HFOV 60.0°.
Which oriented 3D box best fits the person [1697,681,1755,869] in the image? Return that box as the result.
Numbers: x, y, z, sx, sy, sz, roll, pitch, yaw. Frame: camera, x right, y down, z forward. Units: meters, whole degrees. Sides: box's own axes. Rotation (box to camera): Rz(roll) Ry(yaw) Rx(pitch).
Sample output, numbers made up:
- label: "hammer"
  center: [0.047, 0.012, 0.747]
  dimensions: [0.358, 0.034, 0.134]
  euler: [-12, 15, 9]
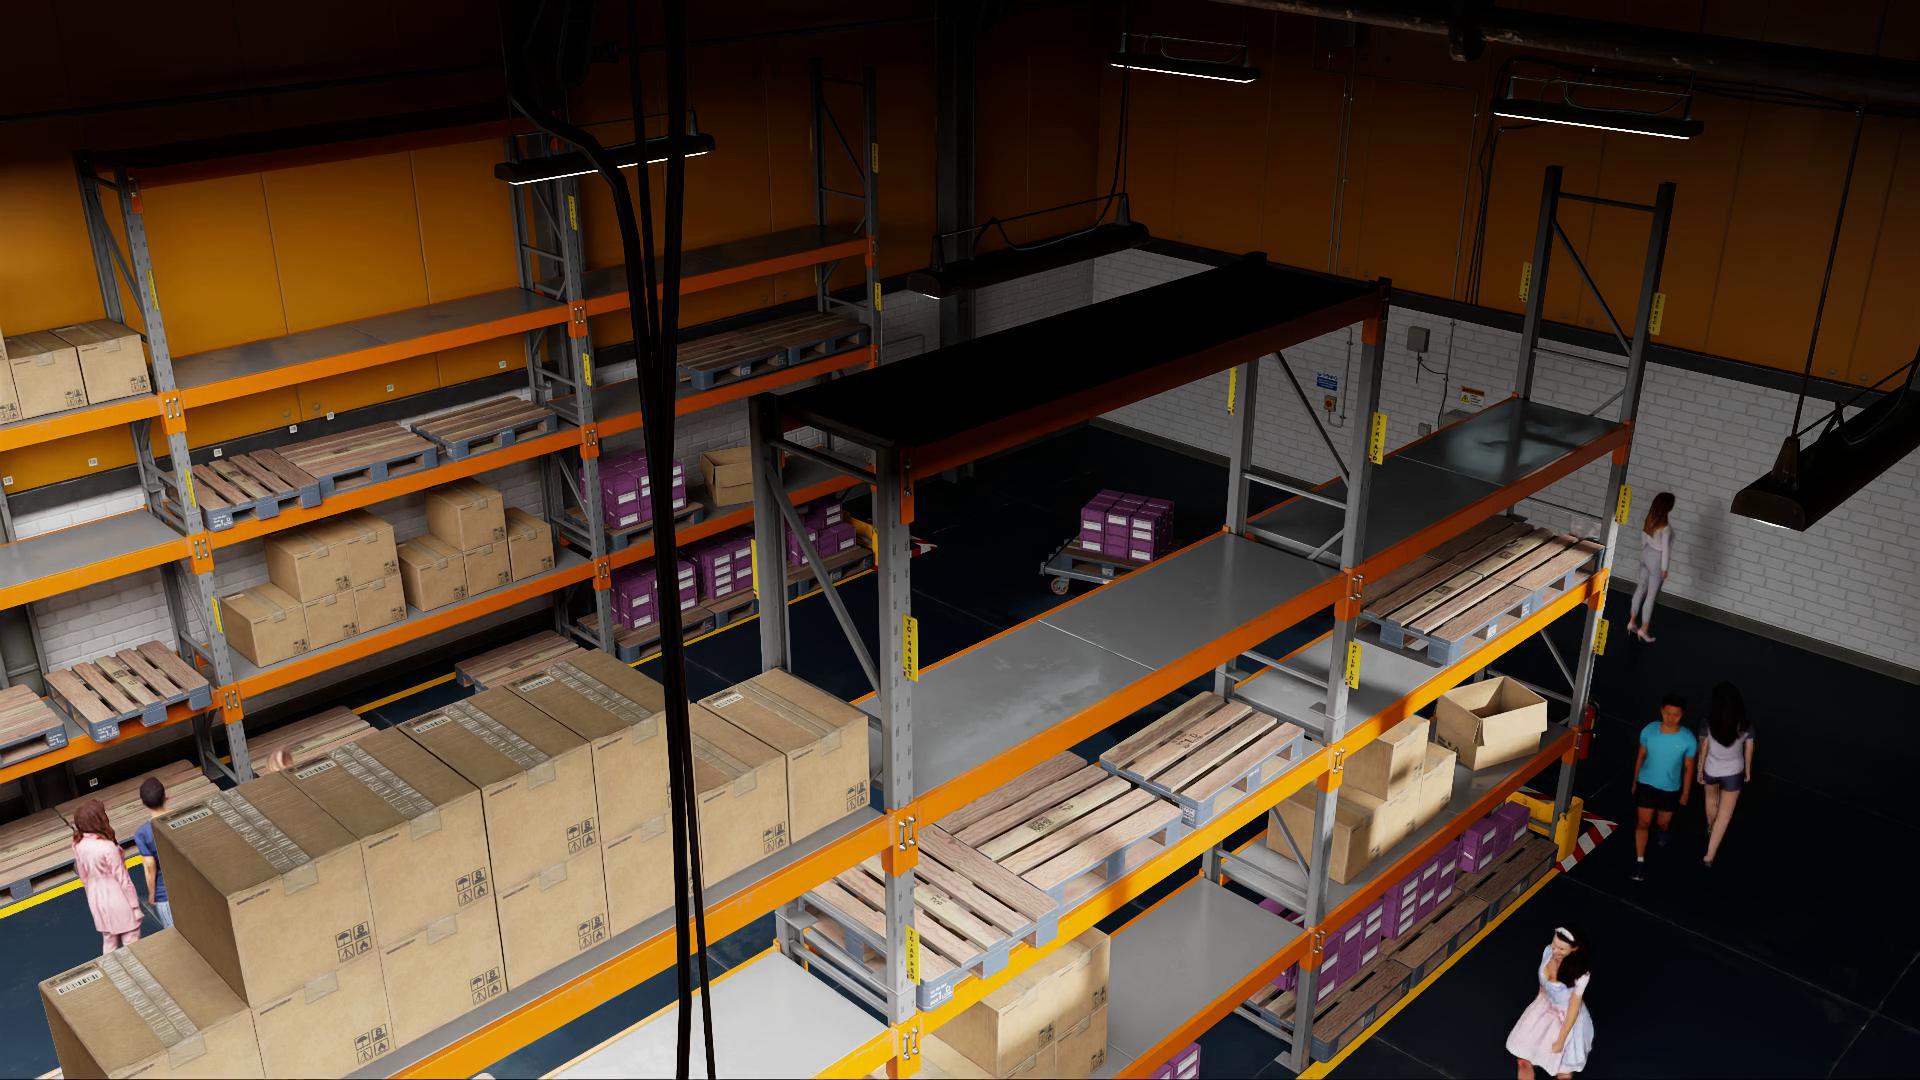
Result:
- label: "person"
  center: [6.648, 2.075, 14.555]
  dimensions: [0.877, 1.659, 1.174]
  euler: [13, 27, 27]

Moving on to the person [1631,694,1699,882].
- label: "person"
  center: [6.071, 2.079, 14.426]
  dimensions: [0.780, 1.754, 1.020]
  euler: [13, 27, 27]

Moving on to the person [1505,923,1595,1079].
- label: "person"
  center: [4.174, 3.353, 11.490]
  dimensions: [0.910, 1.772, 0.769]
  euler: [-10, 25, -21]

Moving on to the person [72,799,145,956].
- label: "person"
  center: [-6.496, 2.792, 12.735]
  dimensions: [0.683, 1.803, 0.671]
  euler: [8, 25, 17]

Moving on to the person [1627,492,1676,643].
- label: "person"
  center: [7.702, 0.289, 18.503]
  dimensions: [0.689, 1.768, 0.667]
  euler: [-5, 24, -12]
